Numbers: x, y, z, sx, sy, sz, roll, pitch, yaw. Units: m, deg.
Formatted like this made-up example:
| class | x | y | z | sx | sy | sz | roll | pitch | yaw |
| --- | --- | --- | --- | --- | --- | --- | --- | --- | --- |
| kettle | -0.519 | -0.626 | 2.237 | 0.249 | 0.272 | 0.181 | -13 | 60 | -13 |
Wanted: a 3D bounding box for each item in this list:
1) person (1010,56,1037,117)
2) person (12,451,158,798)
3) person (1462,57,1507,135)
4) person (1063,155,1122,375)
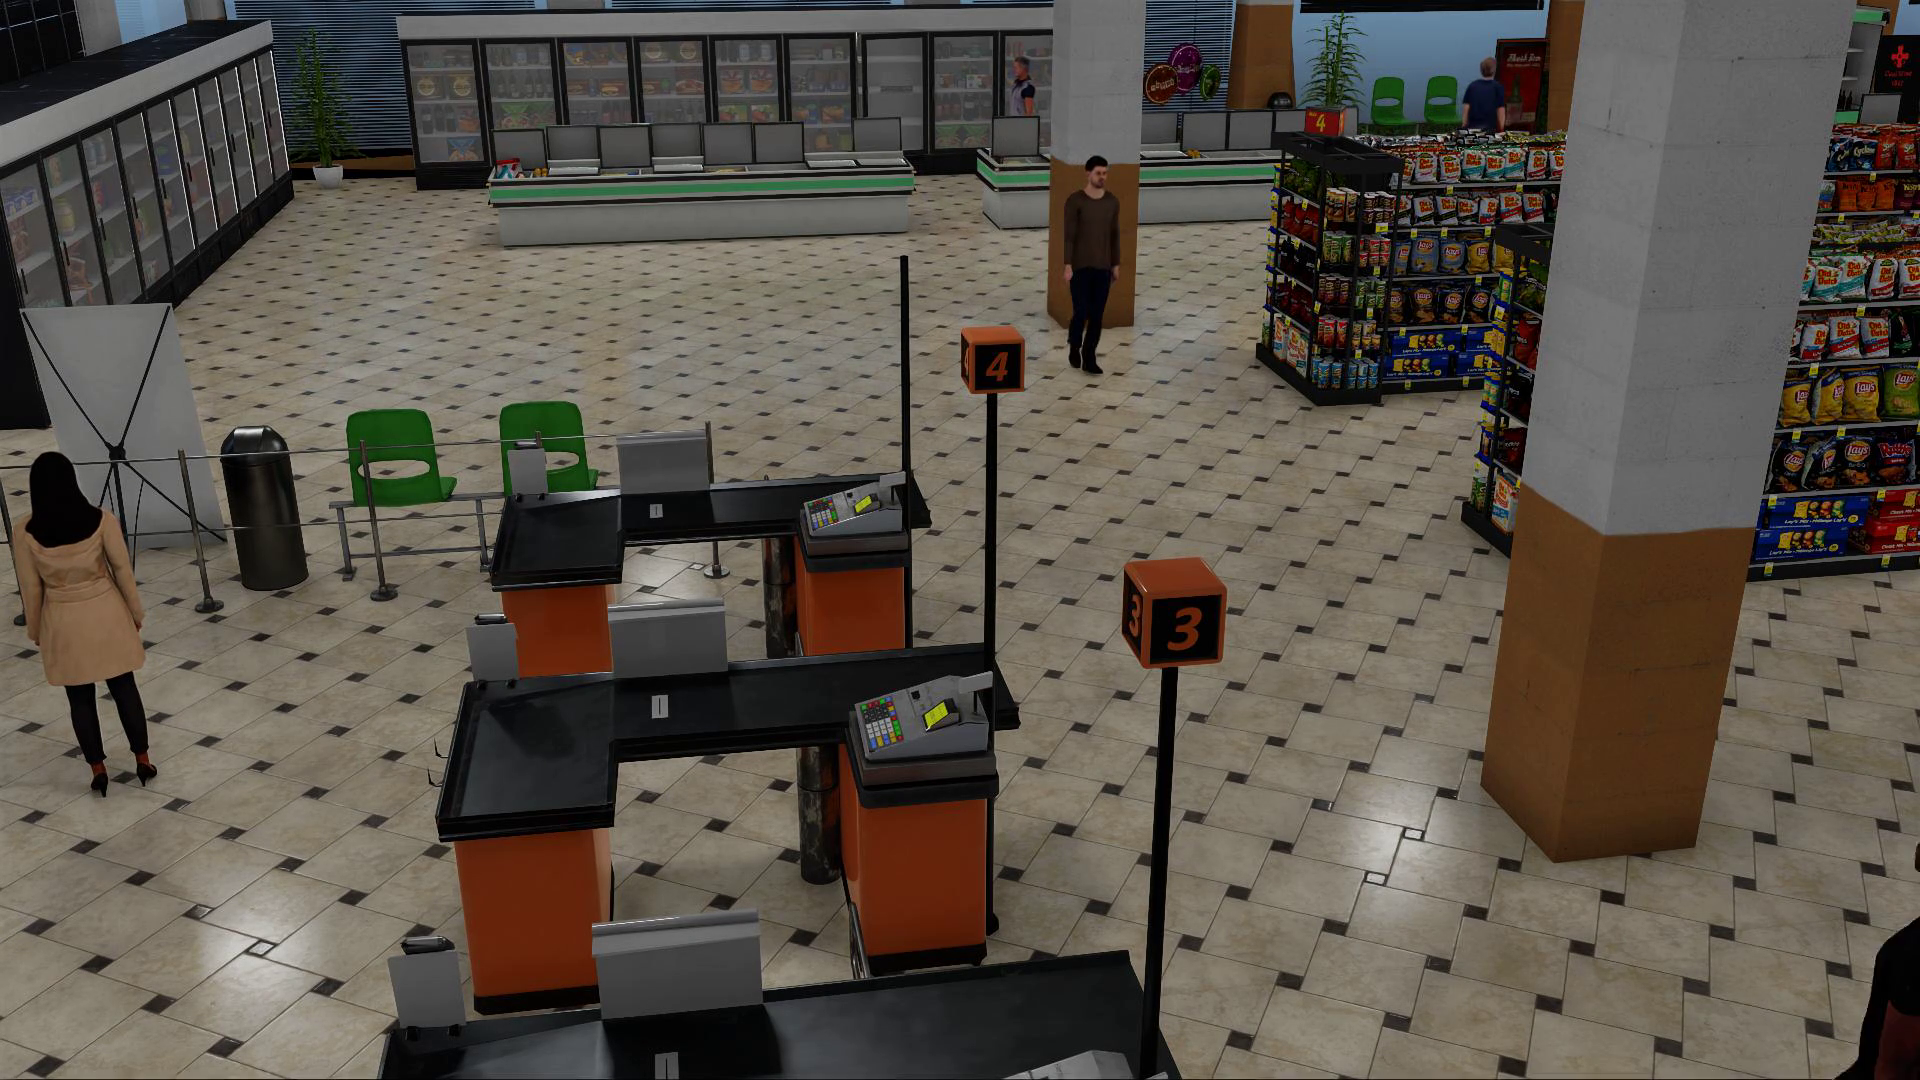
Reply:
| class | x | y | z | sx | sy | sz | roll | pitch | yaw |
| --- | --- | --- | --- | --- | --- | --- | --- | --- | --- |
| person | 0.843 | -5.532 | 22.250 | 0.622 | 1.828 | 0.726 | -8 | 23 | -18 |
| person | -4.043 | 0.397 | 7.692 | 0.584 | 1.681 | 0.762 | -11 | 25 | -26 |
| person | 6.747 | -5.265 | 21.584 | 1.115 | 1.830 | 1.187 | 16 | 27 | 34 |
| person | 1.087 | -2.367 | 14.308 | 0.654 | 1.878 | 0.778 | -8 | 23 | -19 |
